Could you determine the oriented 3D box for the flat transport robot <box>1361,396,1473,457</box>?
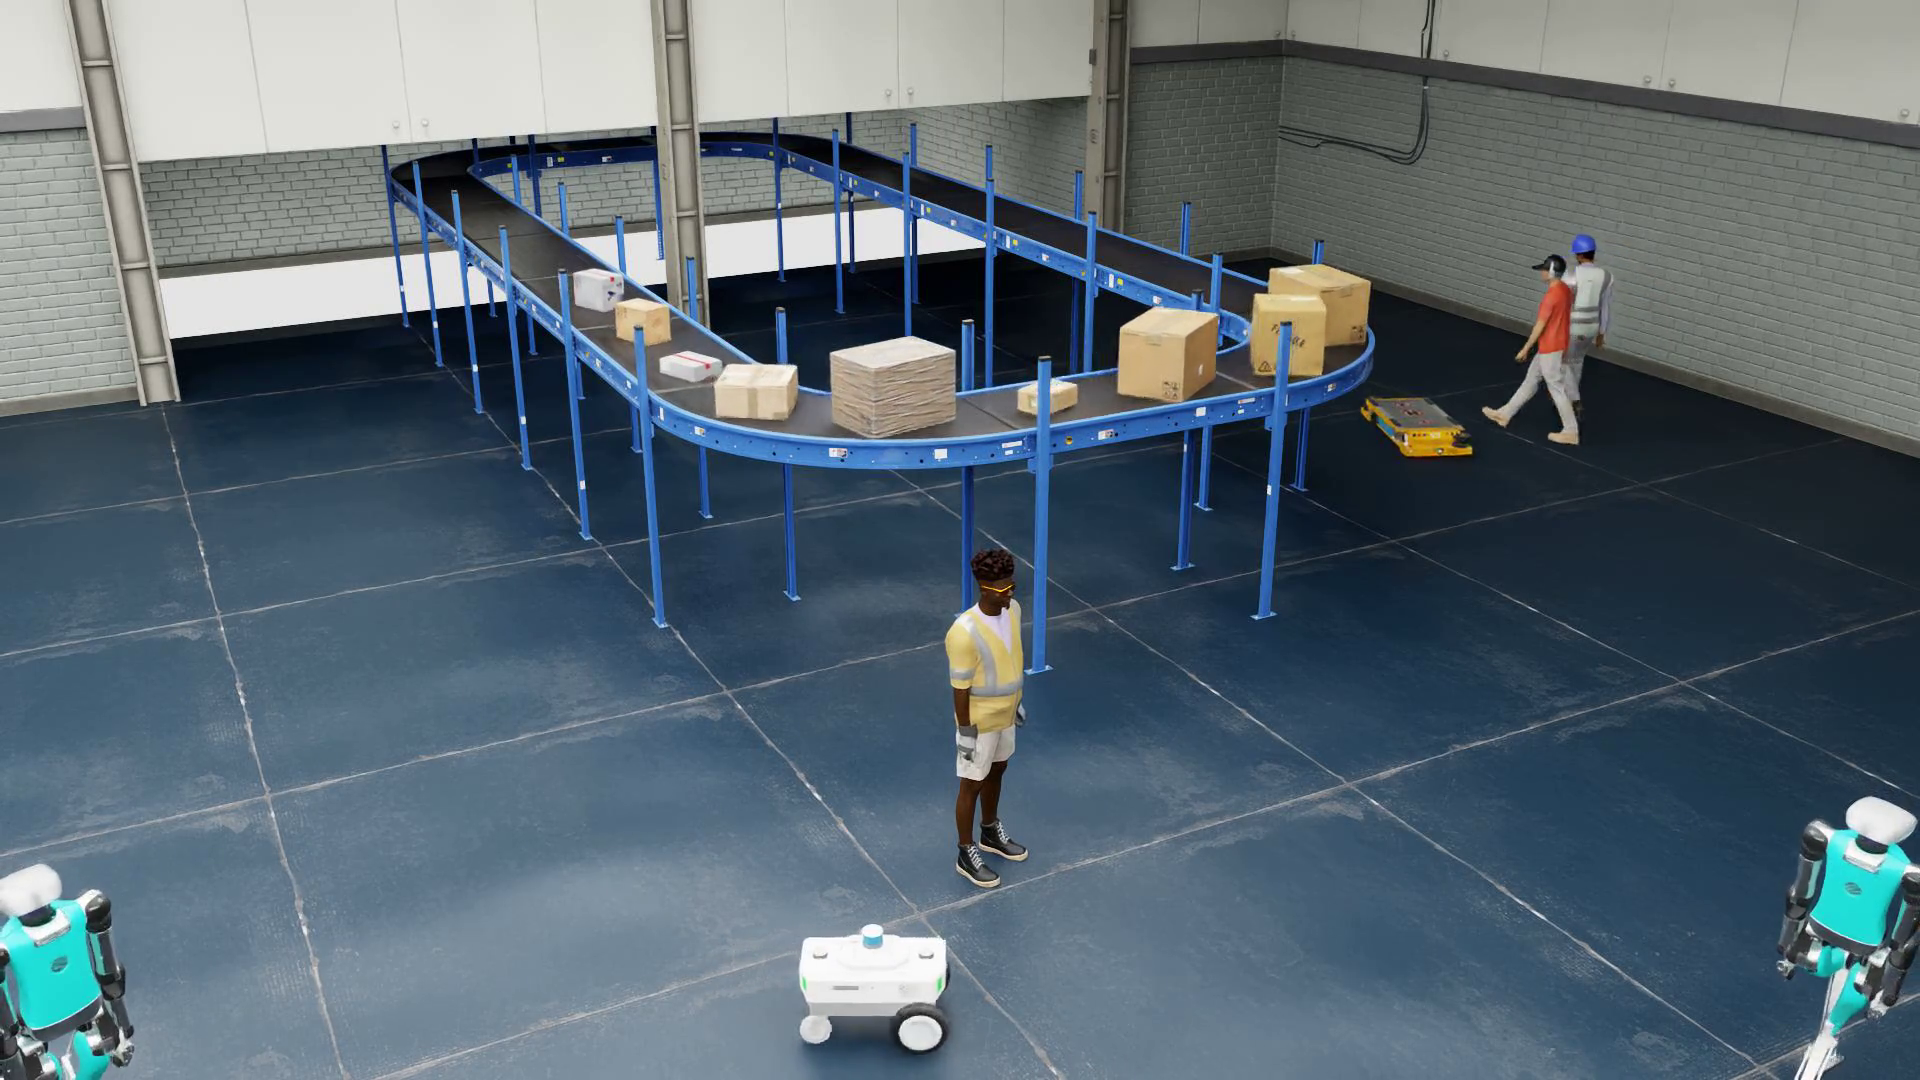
[{"bbox_3d":[4.575,-1.151,16.720,0.659,0.231,1.431,-2,22,-5],"label":"flat transport robot"}]

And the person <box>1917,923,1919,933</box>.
[{"bbox_3d":[5.293,1.399,8.583,0.308,1.647,0.464,-3,22,-7],"label":"person"}]

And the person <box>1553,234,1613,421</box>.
[{"bbox_3d":[6.376,-2.184,17.109,0.598,1.904,0.886,-3,22,-7],"label":"person"}]

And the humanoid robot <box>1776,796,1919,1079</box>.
[{"bbox_3d":[3.961,1.843,7.375,1.028,1.735,0.572,-21,30,-41],"label":"humanoid robot"}]

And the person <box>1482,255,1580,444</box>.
[{"bbox_3d":[5.779,-1.909,16.484,1.047,1.847,0.485,14,26,31],"label":"person"}]

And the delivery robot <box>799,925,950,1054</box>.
[{"bbox_3d":[-0.403,2.170,8.151,0.813,0.610,0.499,0,22,0],"label":"delivery robot"}]

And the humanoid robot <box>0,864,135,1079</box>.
[{"bbox_3d":[-3.861,2.030,6.917,0.964,1.762,0.549,15,27,33],"label":"humanoid robot"}]

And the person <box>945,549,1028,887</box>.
[{"bbox_3d":[0.168,0.961,9.240,0.368,1.966,0.602,14,26,31],"label":"person"}]
